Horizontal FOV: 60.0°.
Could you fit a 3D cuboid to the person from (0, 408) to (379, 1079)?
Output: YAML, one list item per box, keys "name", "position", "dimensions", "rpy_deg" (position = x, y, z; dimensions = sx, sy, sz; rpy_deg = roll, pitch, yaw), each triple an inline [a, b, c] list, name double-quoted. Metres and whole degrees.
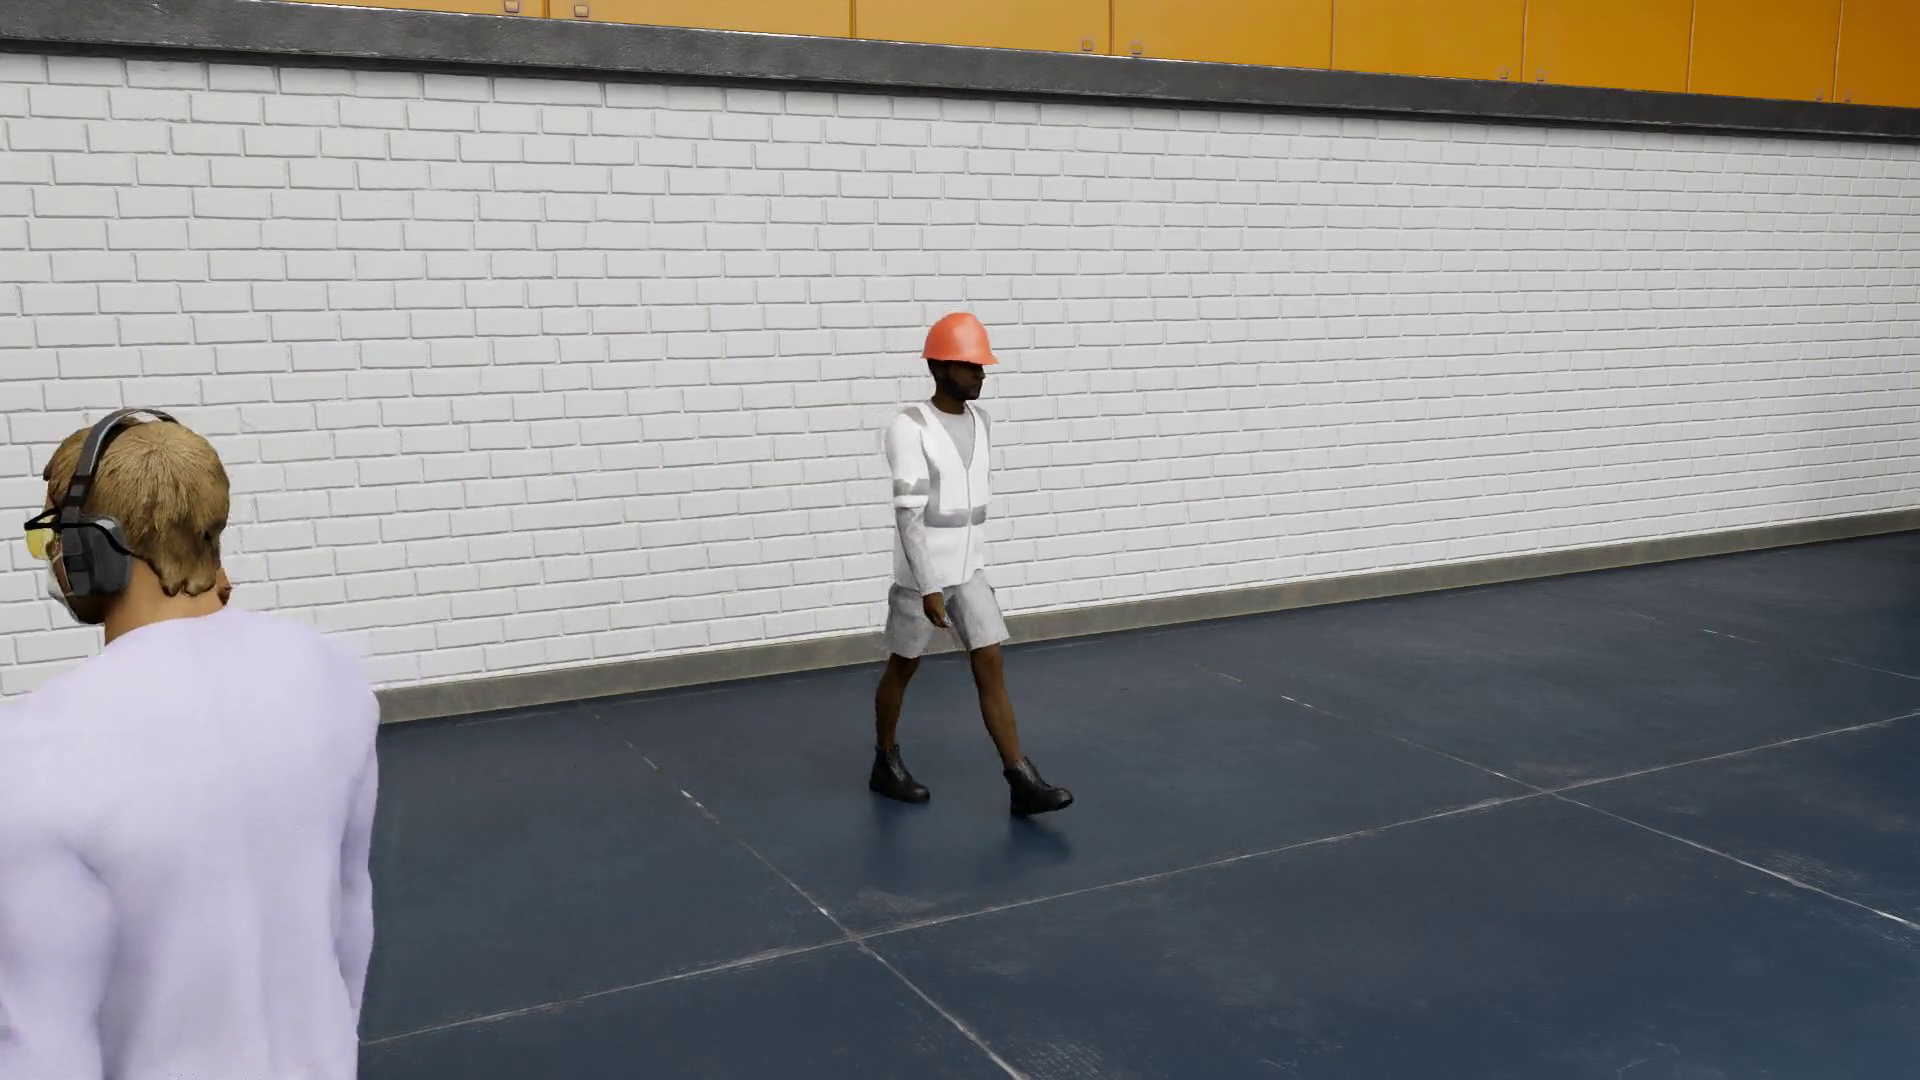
- name: "person"
  position: [-1.036, 0.787, 2.229]
  dimensions: [0.438, 1.928, 0.652]
  rpy_deg: [4, 11, 21]

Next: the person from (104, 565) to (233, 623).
- name: "person"
  position: [-1.592, 0.727, 3.448]
  dimensions: [0.270, 1.627, 0.502]
  rpy_deg: [5, 11, 28]

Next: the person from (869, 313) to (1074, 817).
- name: "person"
  position: [-0.011, 0.112, 6.199]
  dimensions: [0.552, 1.889, 0.973]
  rpy_deg: [-9, 13, -42]
